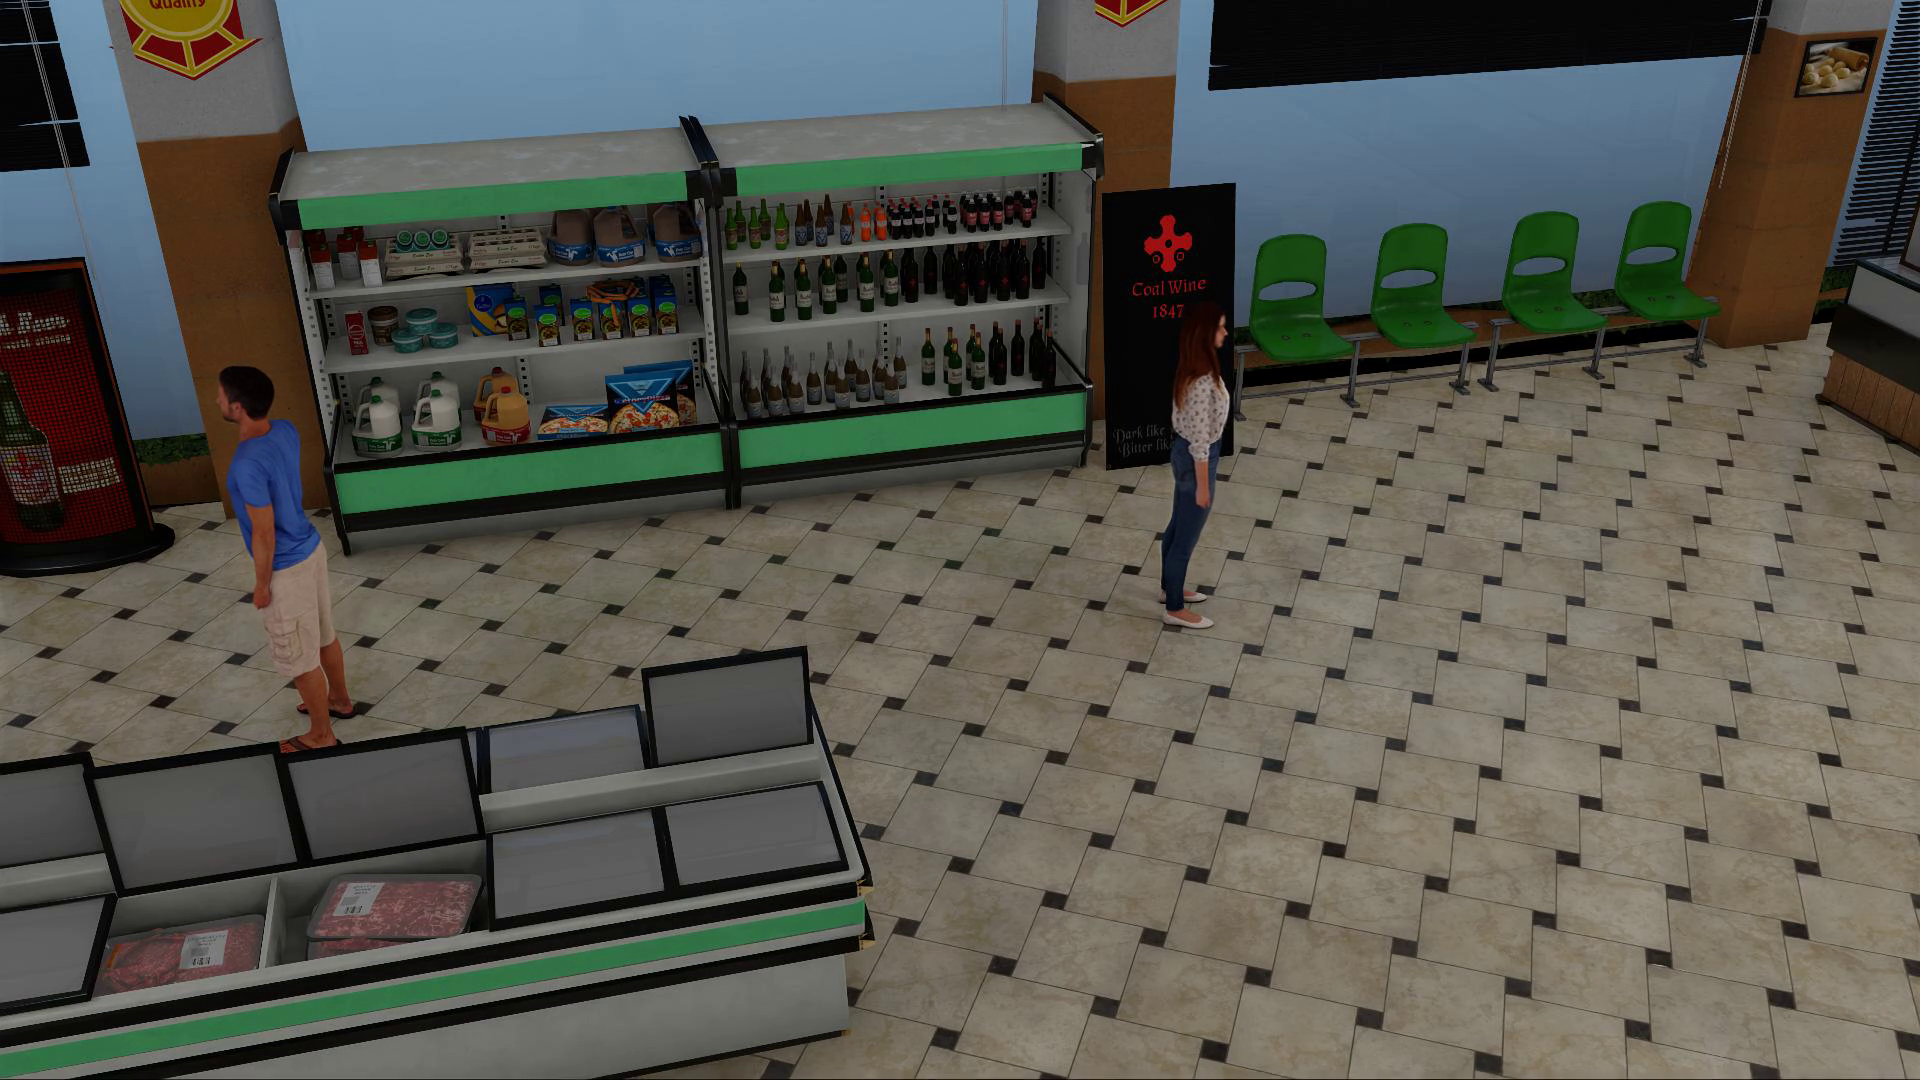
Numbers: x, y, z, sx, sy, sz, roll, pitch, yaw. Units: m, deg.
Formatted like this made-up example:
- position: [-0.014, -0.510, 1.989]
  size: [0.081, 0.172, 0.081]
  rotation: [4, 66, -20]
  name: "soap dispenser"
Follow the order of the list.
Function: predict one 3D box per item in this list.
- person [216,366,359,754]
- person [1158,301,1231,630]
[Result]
- position: [-3.001, 0.088, 7.422]
  size: [0.654, 1.864, 0.704]
  rotation: [0, 29, 0]
  name: "person"
- position: [1.178, -0.385, 8.431]
  size: [0.585, 1.728, 0.632]
  rotation: [1, 29, 1]
  name: "person"
